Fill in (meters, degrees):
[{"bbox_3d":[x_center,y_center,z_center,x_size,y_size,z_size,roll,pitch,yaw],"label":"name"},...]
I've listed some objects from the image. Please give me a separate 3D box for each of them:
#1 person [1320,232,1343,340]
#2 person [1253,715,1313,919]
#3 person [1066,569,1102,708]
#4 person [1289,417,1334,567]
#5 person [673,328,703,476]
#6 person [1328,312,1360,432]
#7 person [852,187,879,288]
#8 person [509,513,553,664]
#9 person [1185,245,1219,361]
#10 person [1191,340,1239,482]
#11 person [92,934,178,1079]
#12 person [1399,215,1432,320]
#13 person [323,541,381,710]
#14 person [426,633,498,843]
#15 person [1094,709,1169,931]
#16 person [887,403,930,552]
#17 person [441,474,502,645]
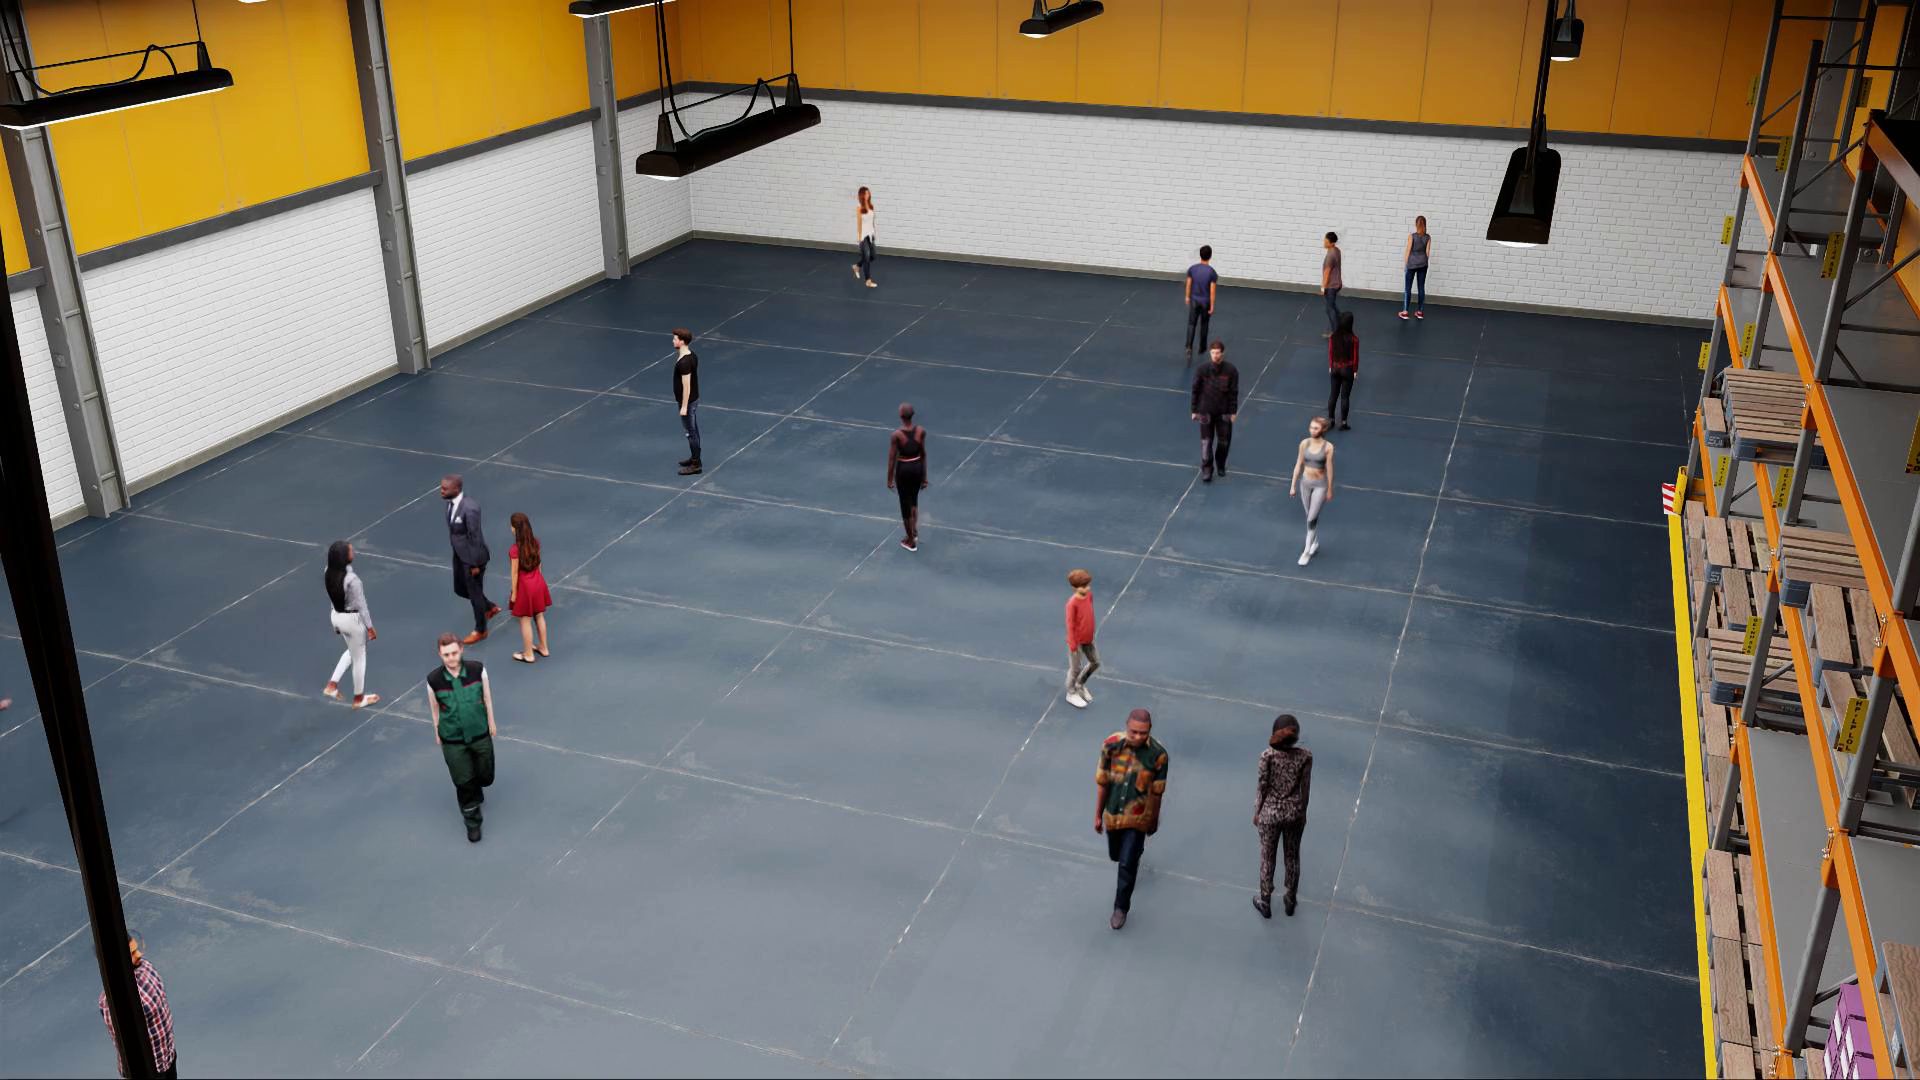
[{"bbox_3d":[6.033,-4.076,26.686,0.816,1.740,0.586,18,29,35],"label":"person"},{"bbox_3d":[2.437,2.087,12.620,0.650,1.714,0.658,-2,24,-5],"label":"person"},{"bbox_3d":[1.085,0.904,15.712,0.660,1.405,0.550,20,31,38],"label":"person"},{"bbox_3d":[4.035,-0.602,18.812,0.717,1.681,0.941,15,28,31],"label":"person"},{"bbox_3d":[-3.471,-1.782,21.243,0.818,1.897,0.669,-2,24,-4],"label":"person"},{"bbox_3d":[5.231,-2.311,22.751,0.642,1.658,0.608,17,29,34],"label":"person"},{"bbox_3d":[-1.739,-5.416,29.712,0.828,1.772,0.892,19,30,36],"label":"person"},{"bbox_3d":[-4.289,0.464,16.537,0.667,1.551,0.594,14,27,28],"label":"person"},{"bbox_3d":[3.671,-3.633,25.637,0.649,1.767,1.052,8,25,18],"label":"person"},{"bbox_3d":[3.232,-1.653,21.027,0.786,1.832,0.723,4,24,8],"label":"person"},{"bbox_3d":[-4.962,3.136,10.161,0.848,1.761,0.730,-4,24,-9],"label":"person"},{"bbox_3d":[7.639,-4.572,27.844,0.635,1.722,0.658,-2,24,-5],"label":"person"},{"bbox_3d":[-5.760,0.830,15.499,0.750,1.710,0.838,18,29,35],"label":"person"},{"bbox_3d":[-4.073,1.561,13.683,0.974,1.825,1.034,-10,26,-22],"label":"person"},{"bbox_3d":[1.303,2.034,12.654,0.680,1.783,1.007,9,25,20],"label":"person"},{"bbox_3d":[-0.545,-0.696,18.946,0.766,1.746,0.825,-10,26,-22],"label":"person"},{"bbox_3d":[-4.920,0.154,16.928,0.891,1.805,0.927,22,32,40],"label":"person"}]
